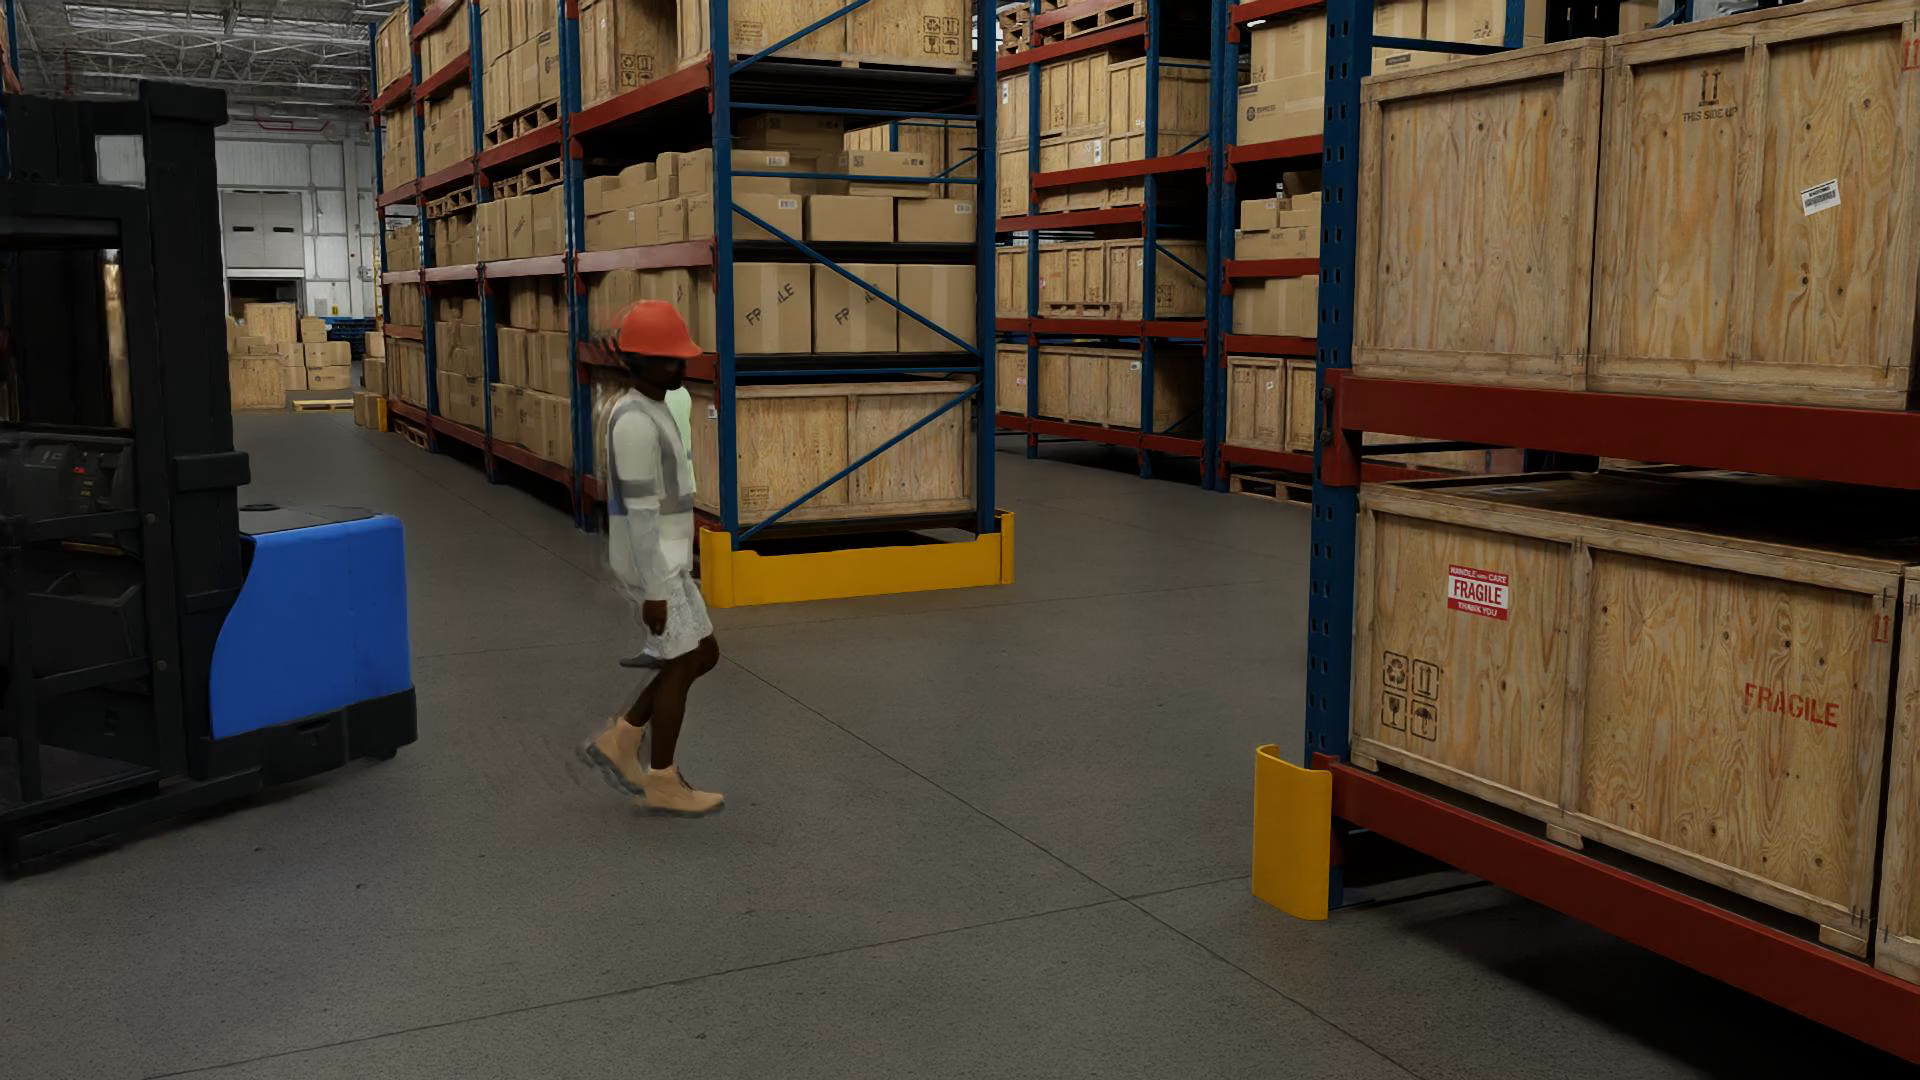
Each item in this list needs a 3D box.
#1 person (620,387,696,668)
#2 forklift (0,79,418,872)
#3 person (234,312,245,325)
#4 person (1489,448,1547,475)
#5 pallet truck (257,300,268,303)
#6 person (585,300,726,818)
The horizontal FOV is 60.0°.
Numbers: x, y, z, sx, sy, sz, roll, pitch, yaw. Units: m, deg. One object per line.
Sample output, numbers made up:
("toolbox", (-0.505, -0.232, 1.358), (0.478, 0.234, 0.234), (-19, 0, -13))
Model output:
("person", (-1.654, -0.218, 9.138), (0.383, 1.845, 0.570), (3, 9, 18))
("forklift", (-3.271, -0.369, 6.629), (1.129, 2.768, 1.873), (5, 9, 29))
("person", (-23.717, -6.707, 54.743), (0.525, 1.590, 0.858), (0, 8, -2))
("person", (3.236, -0.258, 9.293), (0.679, 1.885, 0.649), (-1, 8, -10))
("pallet truck", (-23.913, -7.404, 58.171), (1.885, 1.965, 0.823), (-1, 8, -9))
("person", (-1.143, 0.092, 6.395), (0.460, 2.011, 0.628), (-1, 8, -5))
